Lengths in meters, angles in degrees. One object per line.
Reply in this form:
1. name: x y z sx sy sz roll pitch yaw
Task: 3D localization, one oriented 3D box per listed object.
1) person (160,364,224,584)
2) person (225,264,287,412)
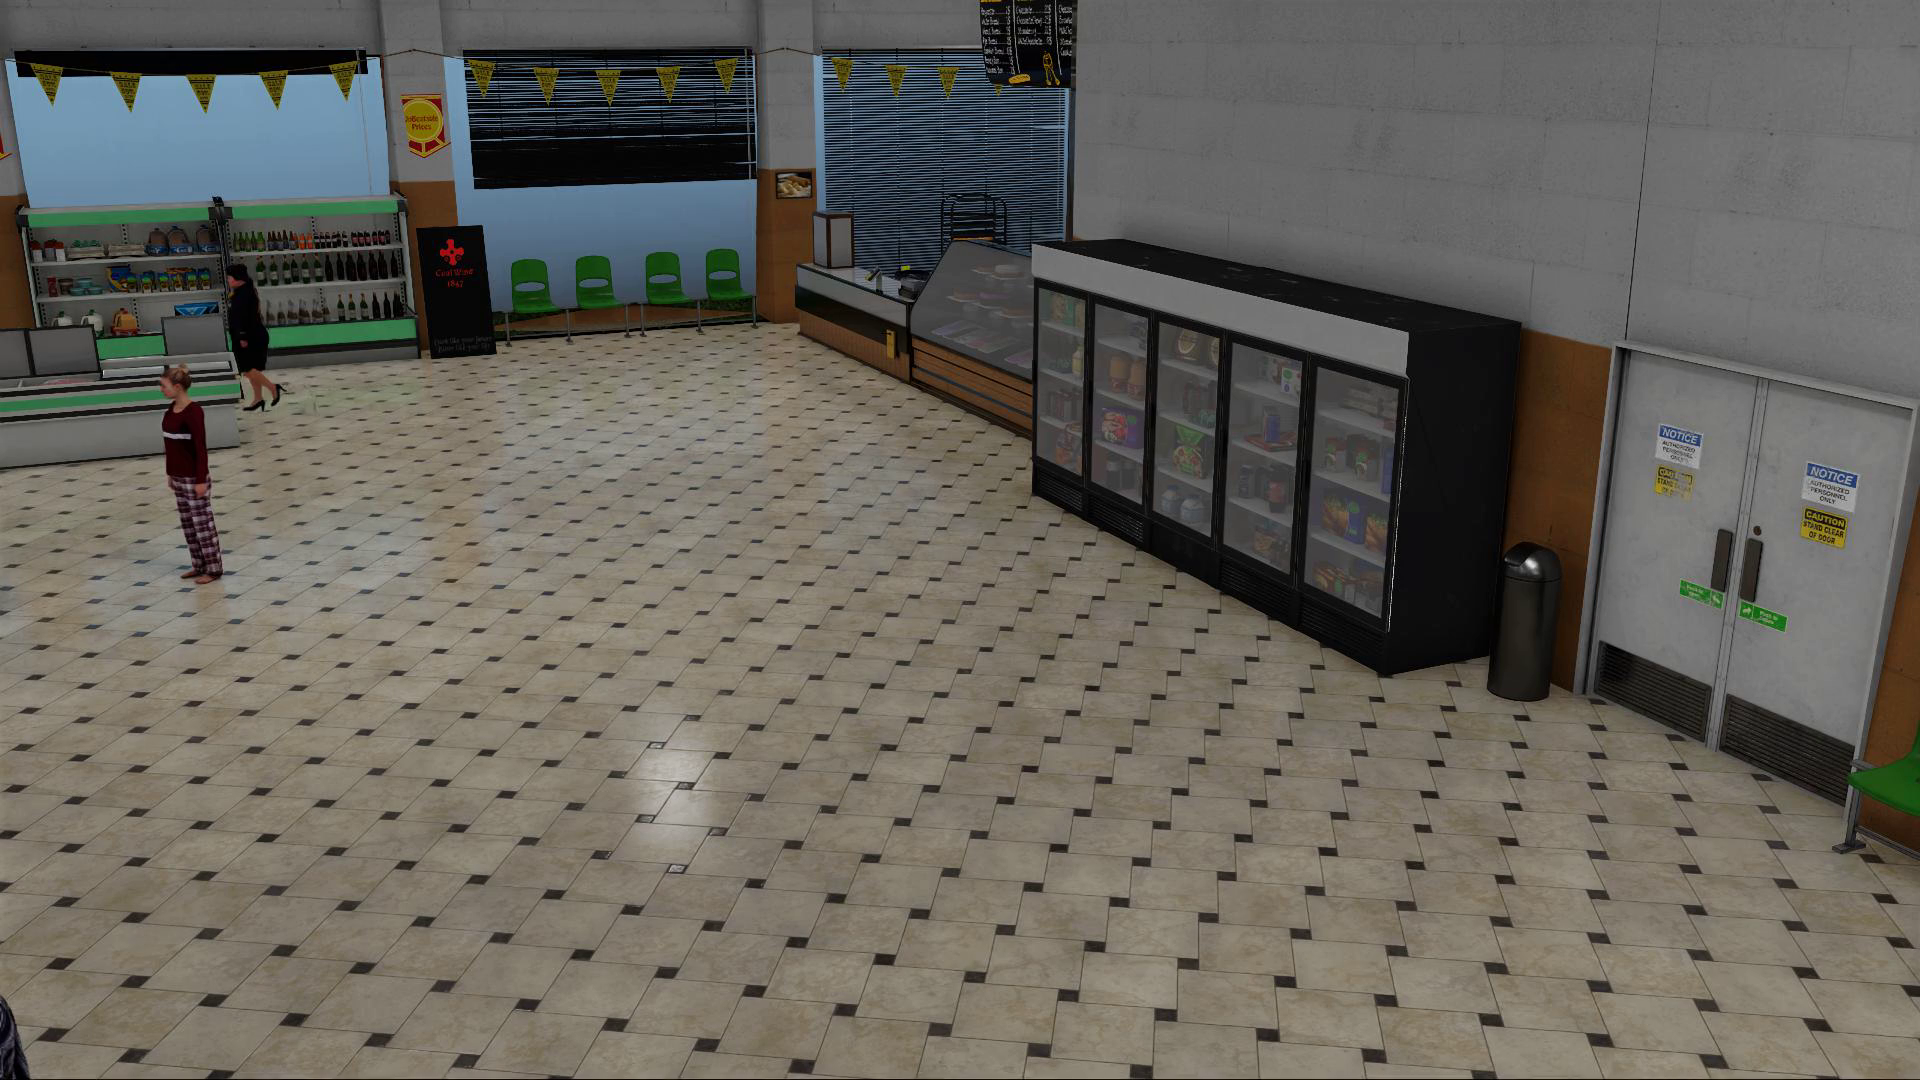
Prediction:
1. person: -5.916 -0.515 12.779 0.683 1.705 0.655 13 21 37
2. person: -7.817 -2.223 18.488 0.837 1.656 0.812 -2 17 -8
